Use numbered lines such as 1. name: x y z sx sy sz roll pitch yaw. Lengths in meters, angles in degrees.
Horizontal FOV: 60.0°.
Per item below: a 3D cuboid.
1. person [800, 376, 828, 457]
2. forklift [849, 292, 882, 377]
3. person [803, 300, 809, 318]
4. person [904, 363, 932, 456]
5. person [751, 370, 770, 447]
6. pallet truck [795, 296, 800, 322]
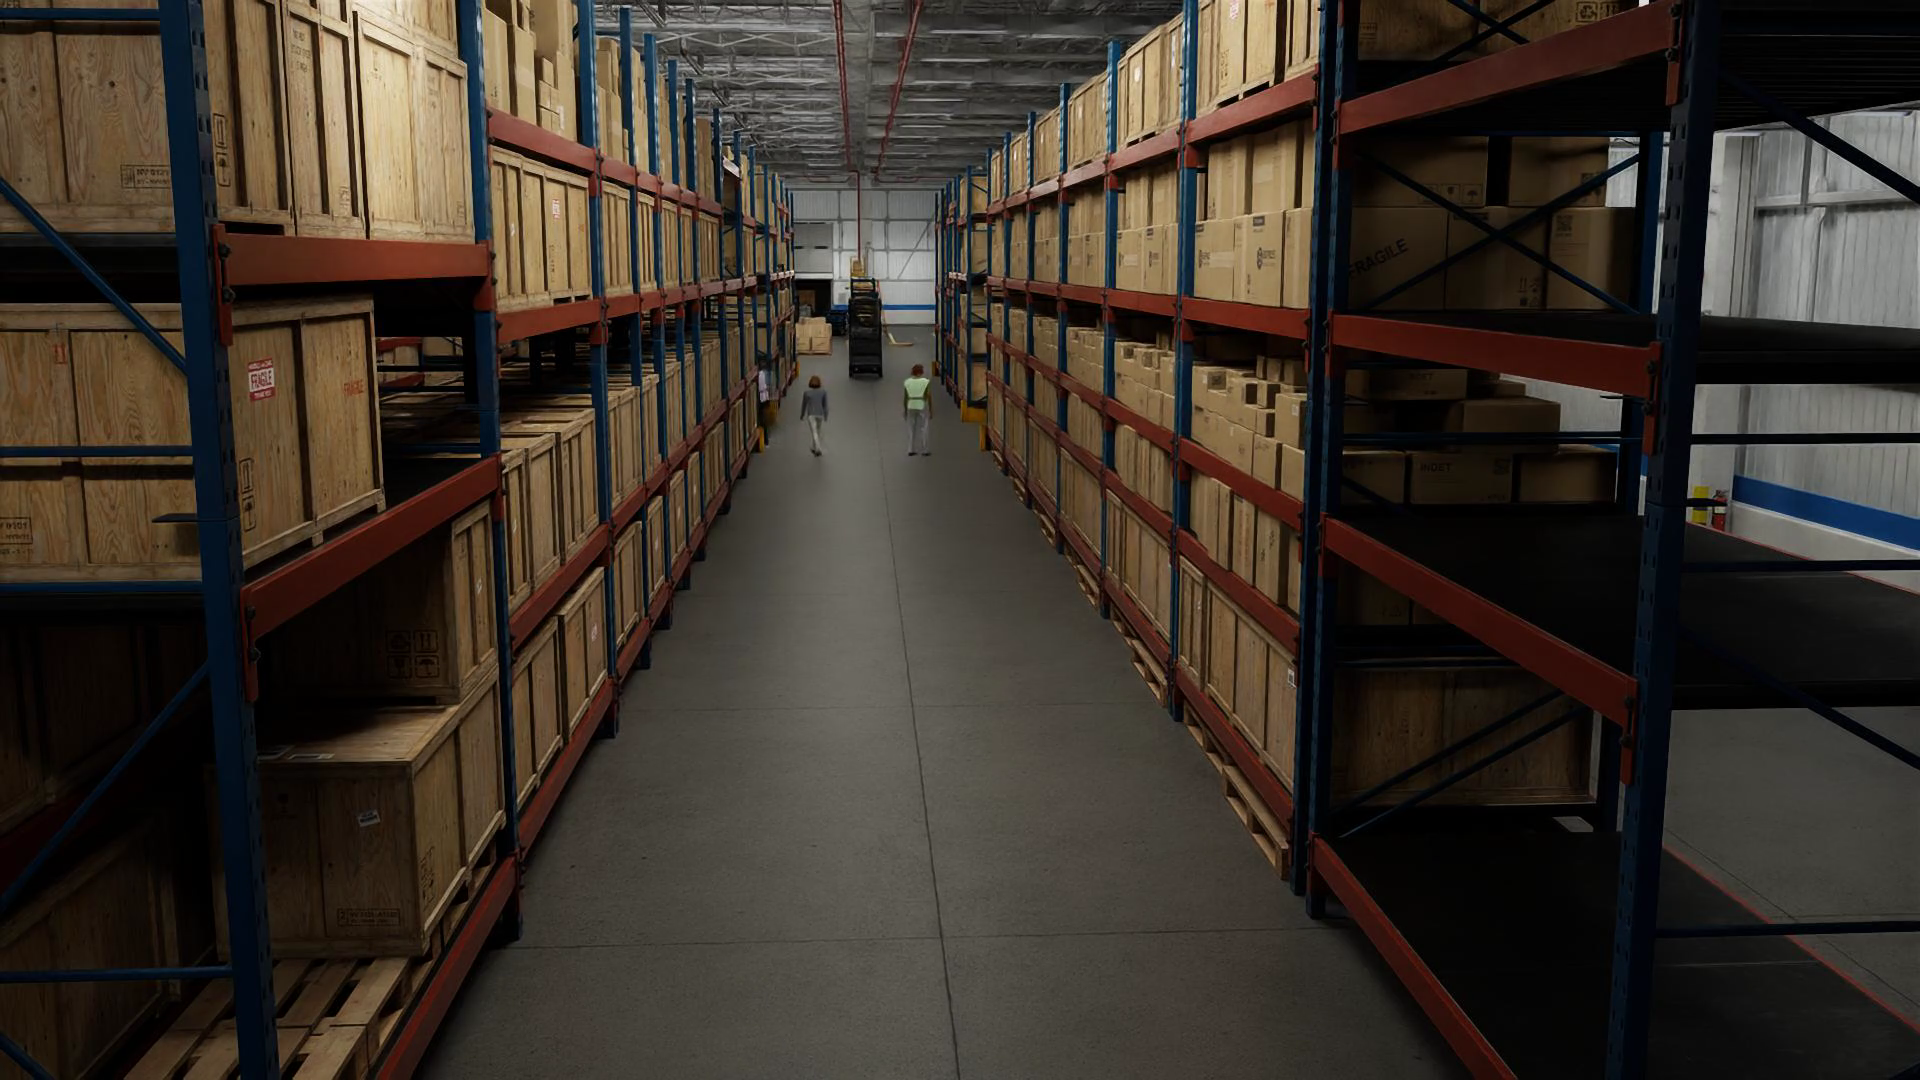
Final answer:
1. person: -2.866 -2.453 32.971 0.503 1.589 0.862 -5 11 -28
2. forklift: -3.189 -6.935 55.896 1.129 2.768 1.873 -1 10 -3
3. person: -8.874 -12.968 95.644 0.437 1.626 0.530 -2 10 -10
4. person: -0.834 -2.572 32.923 0.571 1.840 0.373 3 10 18
5. person: -4.235 -2.849 34.477 0.661 1.873 0.682 3 10 18
6. pallet truck: -8.622 -12.439 91.403 1.885 1.965 0.823 2 10 13
